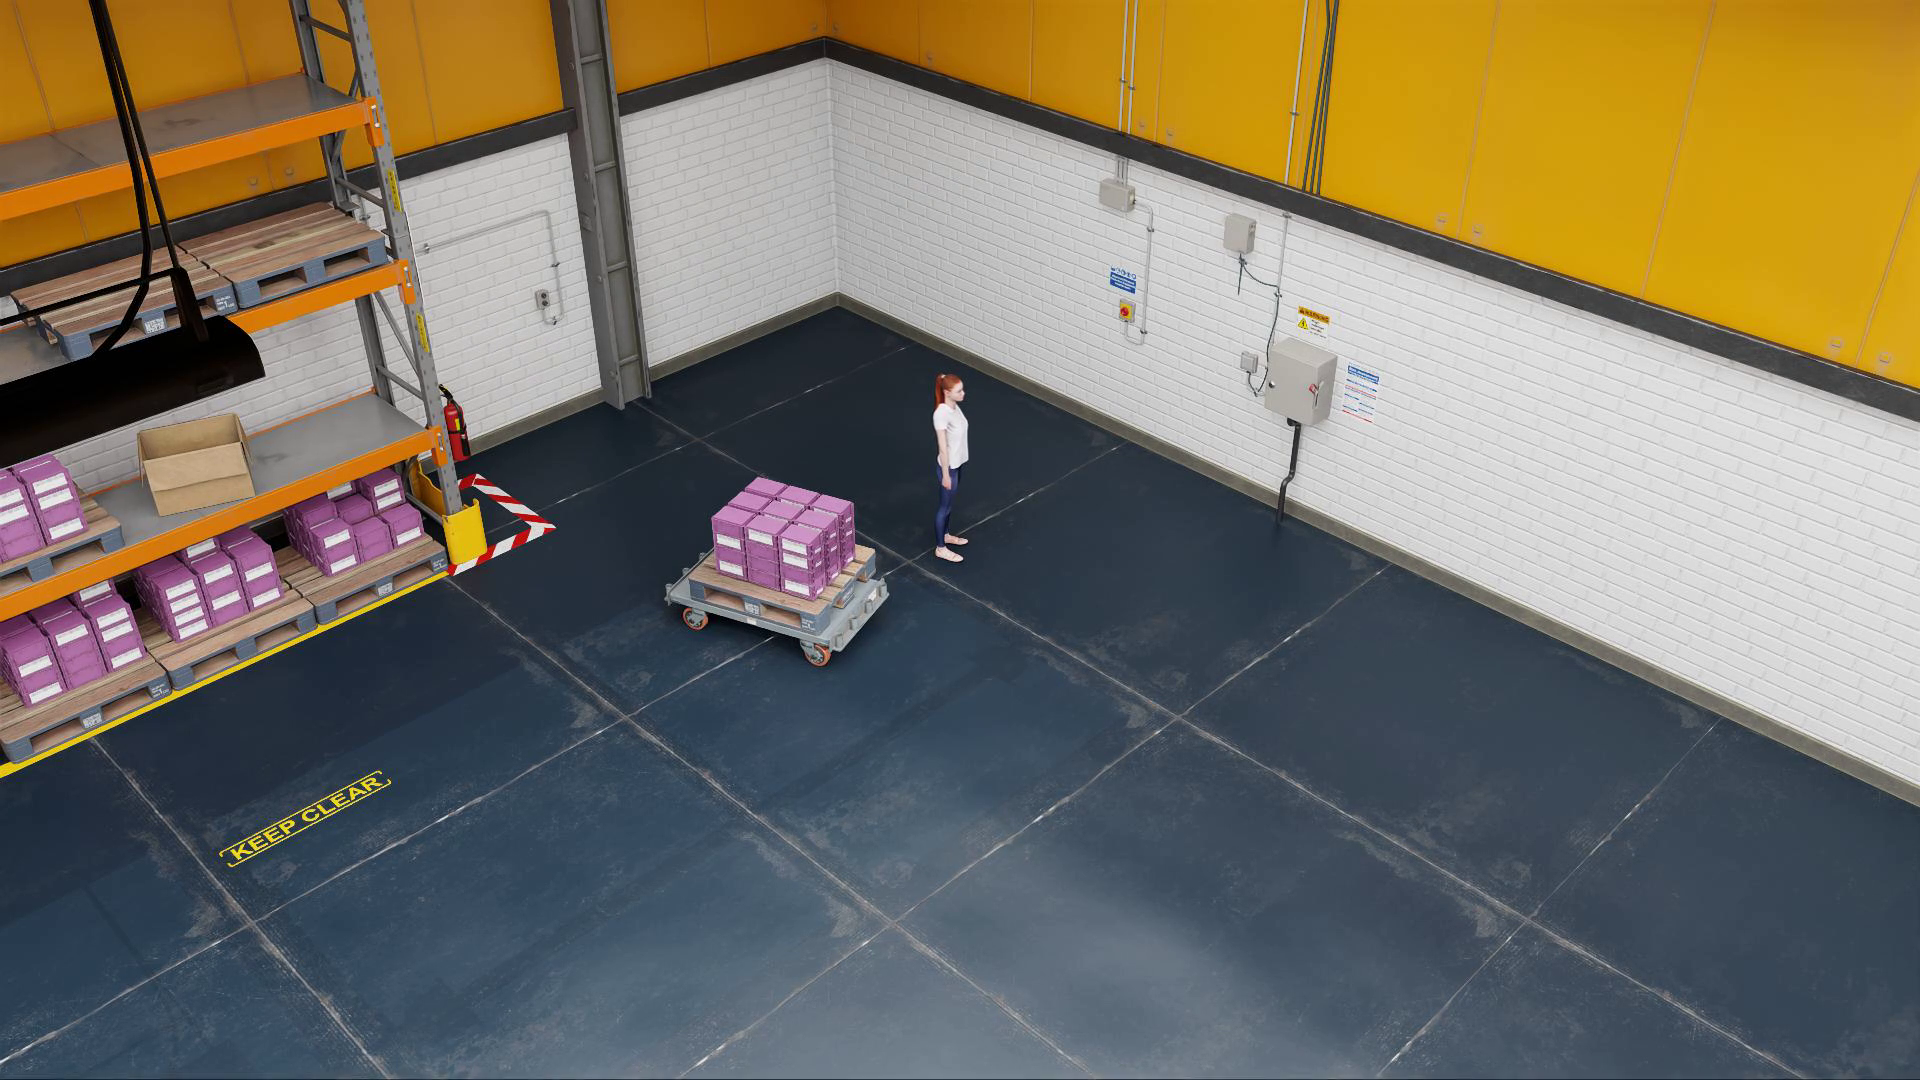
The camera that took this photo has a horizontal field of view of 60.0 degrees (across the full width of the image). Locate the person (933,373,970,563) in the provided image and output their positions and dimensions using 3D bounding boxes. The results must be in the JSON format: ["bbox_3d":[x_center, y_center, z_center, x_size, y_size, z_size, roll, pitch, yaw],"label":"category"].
[{"bbox_3d":[-0.099,-0.643,14.221,0.723,1.738,0.632,6,34,9],"label":"person"}]
